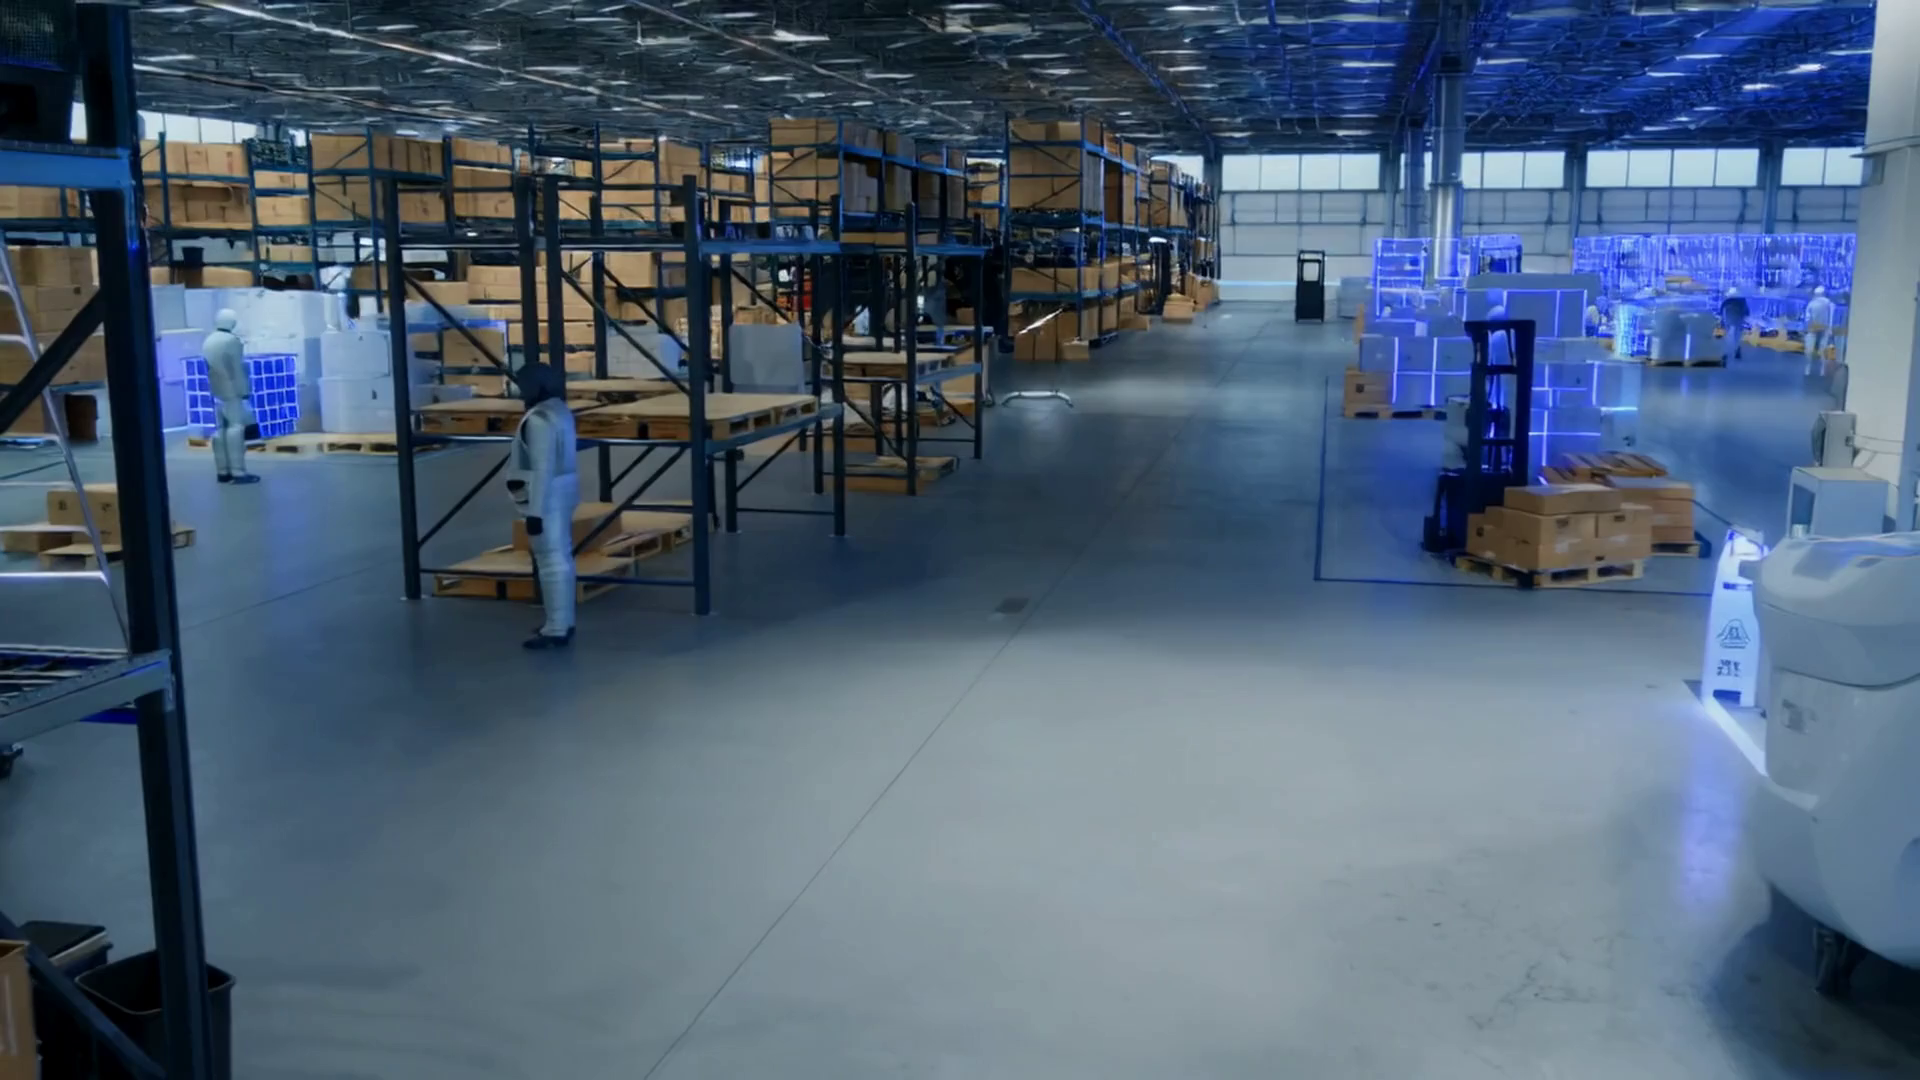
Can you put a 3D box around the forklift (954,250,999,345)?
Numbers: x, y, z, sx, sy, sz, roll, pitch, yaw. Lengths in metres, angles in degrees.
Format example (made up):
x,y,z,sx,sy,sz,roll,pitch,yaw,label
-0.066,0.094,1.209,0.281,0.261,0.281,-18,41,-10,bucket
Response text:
x,y,z,sx,sy,sz,roll,pitch,yaw,label
0.501,-7.106,48.288,1.129,2.768,1.873,2,10,12,forklift

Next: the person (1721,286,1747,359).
x,y,z,sx,sy,sz,roll,pitch,yaw,label
19.154,-5.370,41.160,0.597,1.812,0.714,2,10,13,person

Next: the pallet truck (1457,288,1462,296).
x,y,z,sx,sy,sz,roll,pitch,yaw,label
20.506,-9.785,68.819,0.653,1.274,1.630,2,10,12,pallet truck

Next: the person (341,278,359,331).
x,y,z,sx,sy,sz,roll,pitch,yaw,label
-15.831,-5.798,43.226,0.421,1.982,0.624,-4,10,-23,person

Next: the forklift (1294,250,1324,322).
x,y,z,sx,sy,sz,roll,pitch,yaw,label
13.778,-10.002,65.433,1.129,2.768,1.873,2,10,12,forklift

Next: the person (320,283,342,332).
x,y,z,sx,sy,sz,roll,pitch,yaw,label
-14.593,-4.963,38.412,0.630,1.931,0.366,-7,12,-34,person

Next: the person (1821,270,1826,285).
x,y,z,sx,sy,sz,roll,pitch,yaw,label
42.894,-12.475,82.723,0.393,1.985,0.611,4,10,22,person

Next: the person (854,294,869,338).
x,y,z,sx,sy,sz,roll,pitch,yaw,label
-2.253,-4.728,37.747,0.386,1.686,0.615,-2,10,-10,person

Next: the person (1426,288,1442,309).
x,y,z,sx,sy,sz,roll,pitch,yaw,label
11.733,-5.337,41.103,0.329,1.767,0.528,-5,11,-26,person

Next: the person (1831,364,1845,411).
x,y,z,sx,sy,sz,roll,pitch,yaw,label
7.681,-0.866,13.814,0.989,2.000,0.708,-7,12,-37,person

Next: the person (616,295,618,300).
x,y,z,sx,sy,sz,roll,pitch,yaw,label
-8.497,-5.253,41.008,0.523,1.631,0.316,0,10,3,person

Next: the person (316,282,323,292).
x,y,z,sx,sy,sz,roll,pitch,yaw,label
-15.567,-5.329,40.610,0.599,1.917,0.377,-2,10,-12,person

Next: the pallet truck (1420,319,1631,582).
x,y,z,sx,sy,sz,roll,pitch,yaw,label
4.543,-0.757,13.299,0.823,1.965,1.885,-4,10,-22,pallet truck

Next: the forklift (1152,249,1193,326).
x,y,z,sx,sy,sz,roll,pitch,yaw,label
7.646,-9.320,61.395,1.873,2.768,1.129,2,10,11,forklift

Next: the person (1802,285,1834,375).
x,y,z,sx,sy,sz,roll,pitch,yaw,label
18.383,-4.491,35.644,0.541,1.928,0.397,3,10,20,person

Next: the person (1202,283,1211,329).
x,y,z,sx,sy,sz,roll,pitch,yaw,label
8.780,-8.328,59.202,0.281,1.634,0.500,0,10,2,person

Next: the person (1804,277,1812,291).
x,y,z,sx,sy,sz,roll,pitch,yaw,label
35.357,-10.132,69.518,0.558,1.753,0.538,2,10,13,person

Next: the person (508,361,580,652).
x,y,z,sx,sy,sz,roll,pitch,yaw,label
-2.637,-0.213,10.551,0.430,1.841,0.624,0,10,0,person

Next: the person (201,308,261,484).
x,y,z,sx,sy,sz,roll,pitch,yaw,label
-8.086,-1.584,18.386,0.628,1.935,0.373,6,11,32,person

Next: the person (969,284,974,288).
x,y,z,sx,sy,sz,roll,pitch,yaw,label
0.440,-7.647,55.109,0.536,1.656,0.850,2,10,12,person

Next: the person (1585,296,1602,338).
x,y,z,sx,sy,sz,roll,pitch,yaw,label
14.608,-4.816,38.401,0.314,1.636,0.517,-2,10,-9,person

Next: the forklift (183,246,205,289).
x,y,z,sx,sy,sz,roll,pitch,yaw,label
-20.982,-6.671,45.710,1.873,2.768,1.129,-7,12,-36,forklift

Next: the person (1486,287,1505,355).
x,y,z,sx,sy,sz,roll,pitch,yaw,label
9.940,-3.727,30.977,0.367,1.966,0.607,0,10,2,person
